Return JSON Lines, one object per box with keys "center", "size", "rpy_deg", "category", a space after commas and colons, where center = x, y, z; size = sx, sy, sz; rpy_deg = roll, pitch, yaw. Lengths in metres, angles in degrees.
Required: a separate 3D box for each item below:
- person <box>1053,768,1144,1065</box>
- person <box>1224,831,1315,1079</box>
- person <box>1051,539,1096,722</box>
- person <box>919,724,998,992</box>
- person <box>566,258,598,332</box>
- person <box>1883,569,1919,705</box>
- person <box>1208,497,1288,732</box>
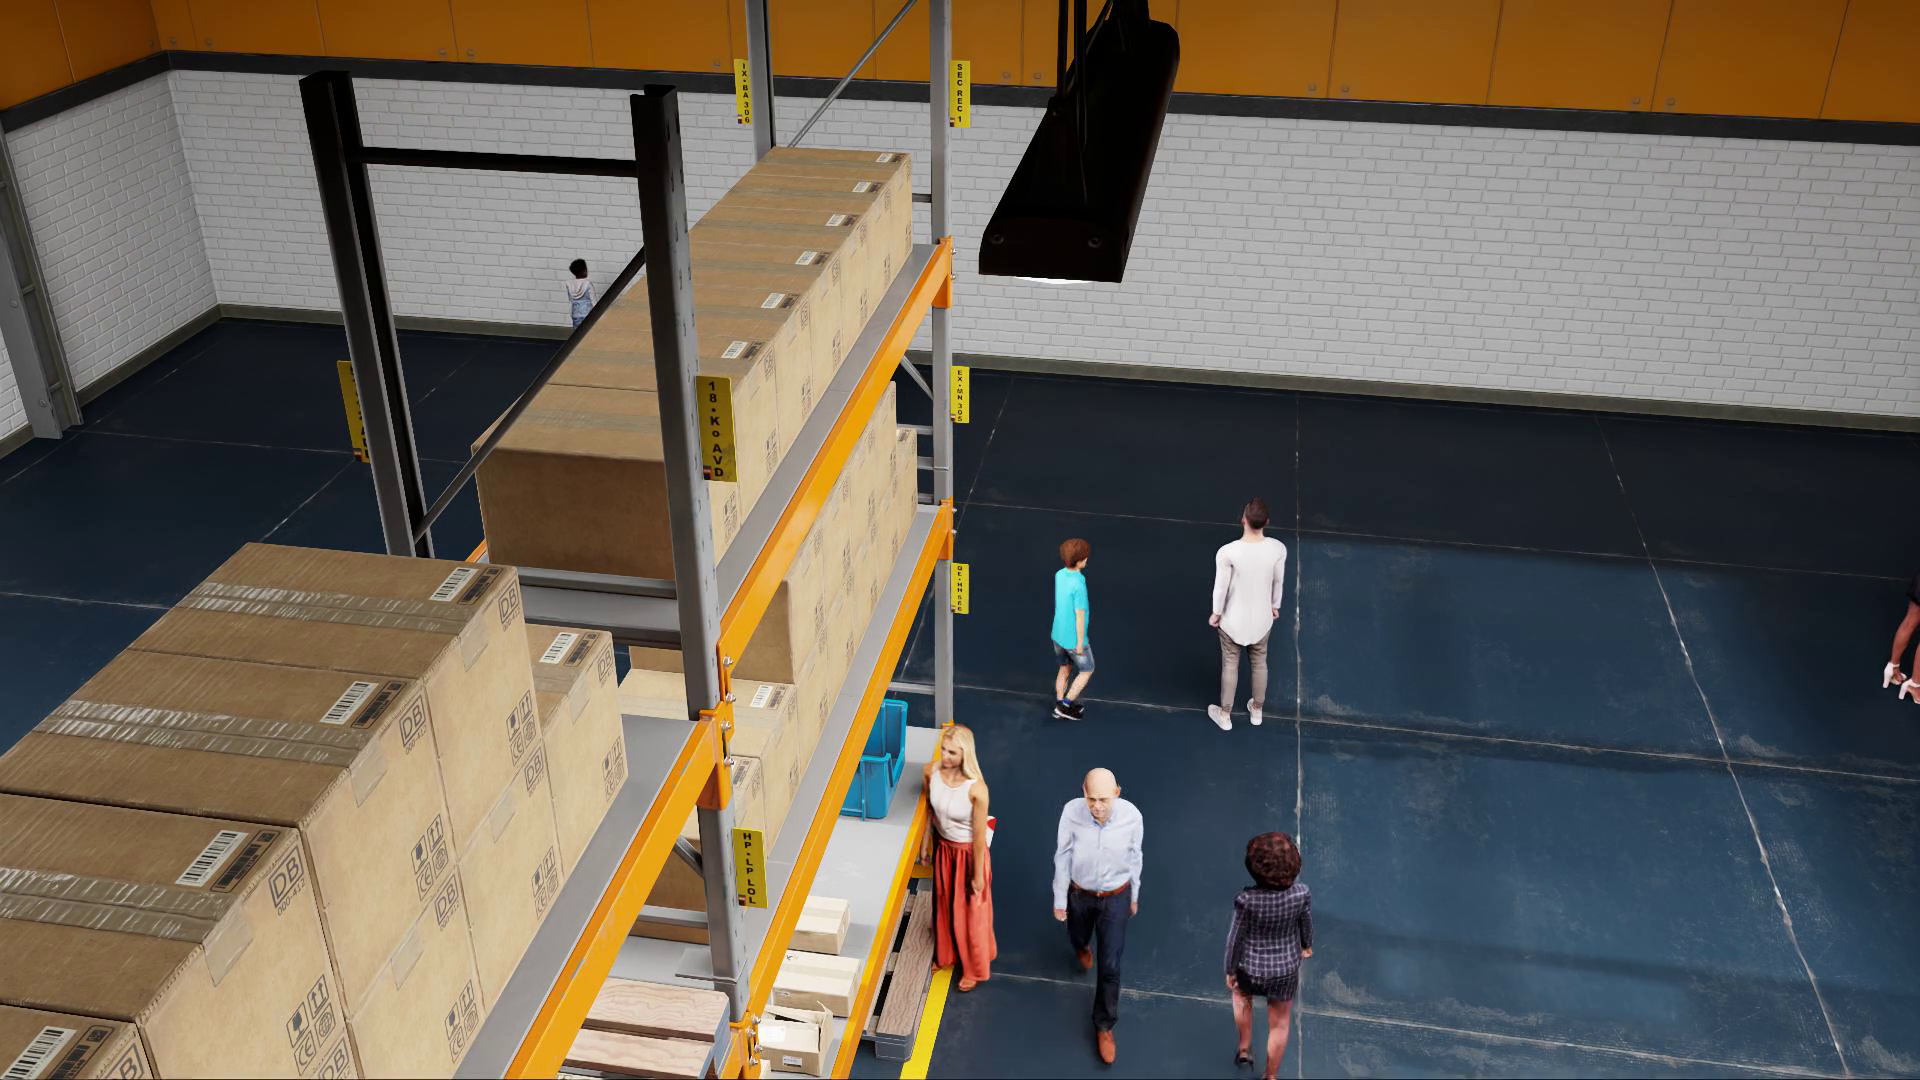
{"center": [0.753, 1.945, 9.269], "size": [0.739, 1.760, 1.192], "rpy_deg": [1, 29, 1], "category": "person"}
{"center": [1.623, 2.299, 8.703], "size": [0.718, 1.680, 0.675], "rpy_deg": [1, 29, 1], "category": "person"}
{"center": [0.728, 0.671, 11.944], "size": [0.706, 1.435, 0.634], "rpy_deg": [-12, 31, -21], "category": "person"}
{"center": [-0.003, 1.797, 9.499], "size": [0.724, 1.800, 0.749], "rpy_deg": [22, 36, 35], "category": "person"}
{"center": [-4.016, -2.396, 17.749], "size": [0.492, 1.260, 0.494], "rpy_deg": [7, 29, 12], "category": "person"}
{"center": [7.130, 0.359, 12.148], "size": [0.695, 1.787, 0.588], "rpy_deg": [-4, 29, -8], "category": "person"}
{"center": [2.038, 0.516, 11.805], "size": [0.737, 1.840, 0.691], "rpy_deg": [-5, 29, -9], "category": "person"}
